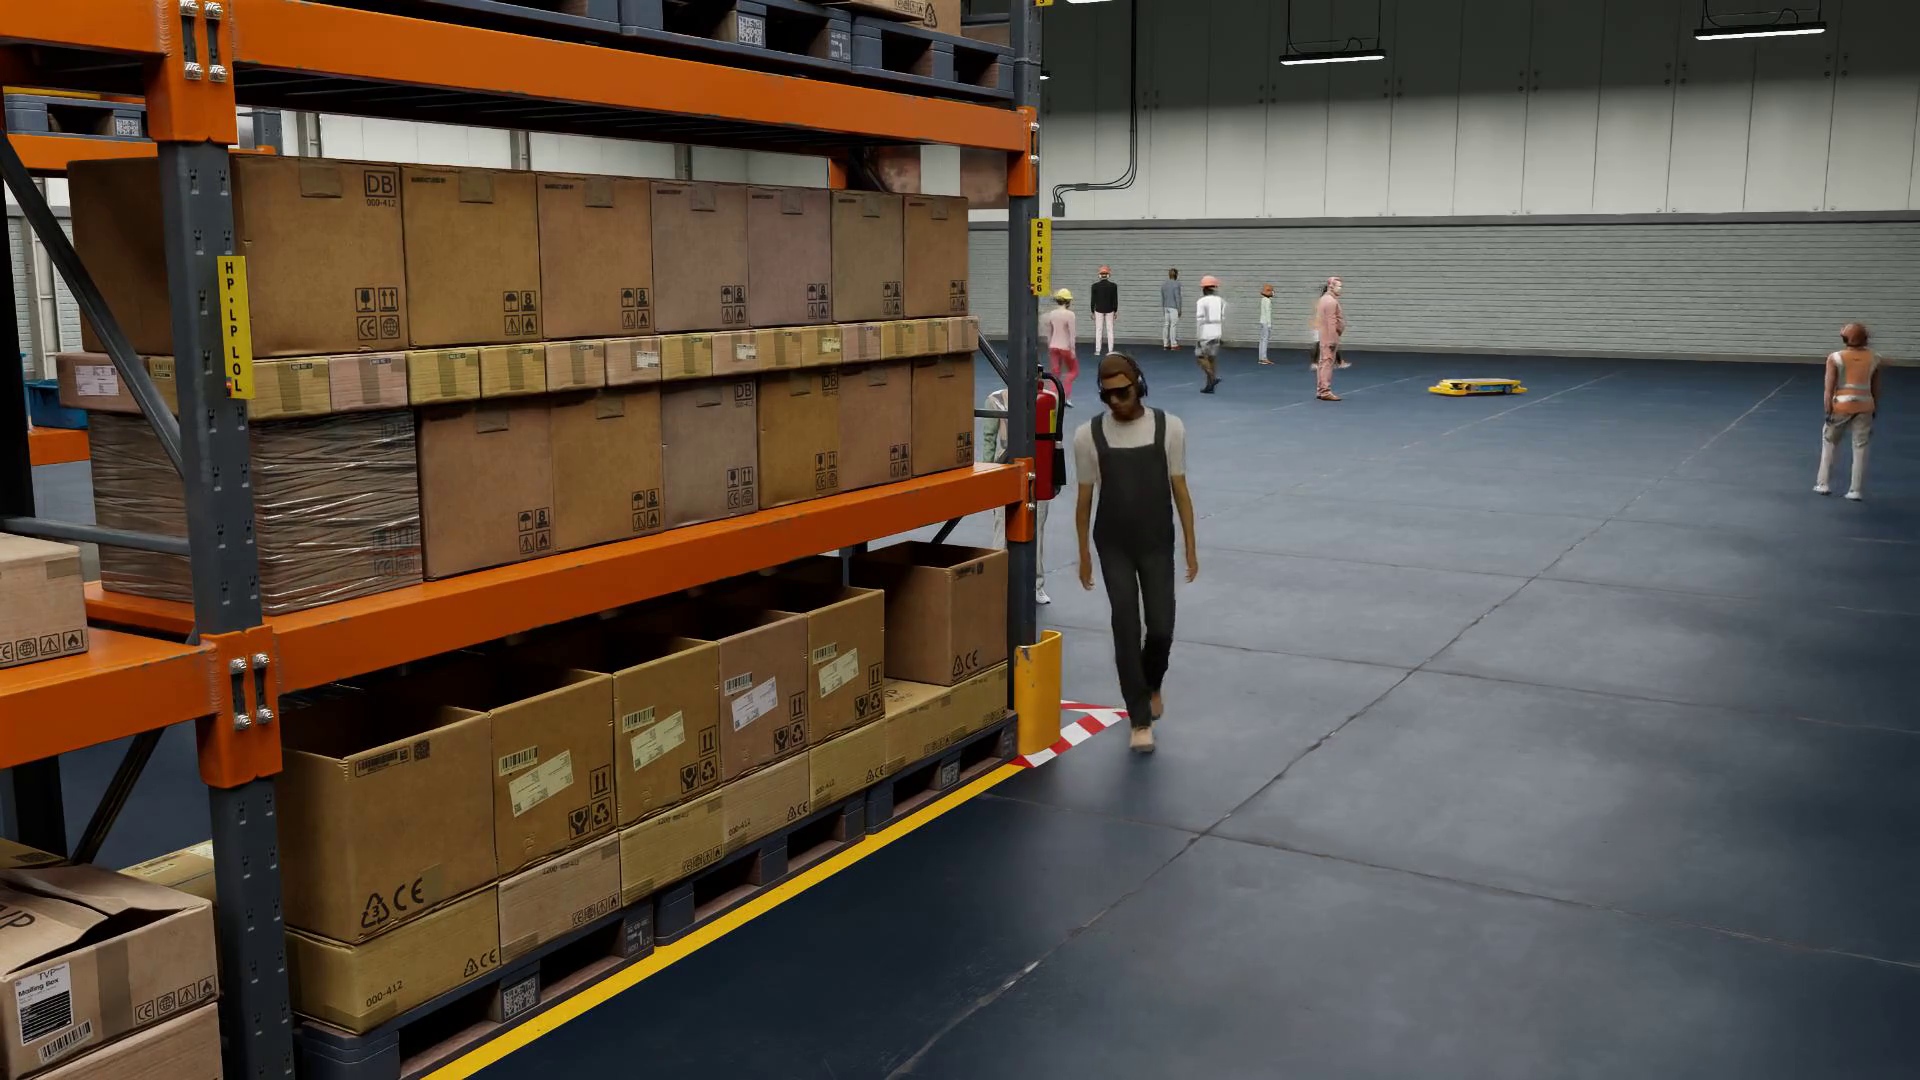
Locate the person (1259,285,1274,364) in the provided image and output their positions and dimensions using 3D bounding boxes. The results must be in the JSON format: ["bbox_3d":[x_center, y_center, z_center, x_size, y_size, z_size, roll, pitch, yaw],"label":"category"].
[{"bbox_3d":[6.372,-4.478,34.545,0.276,1.632,0.507,-1,10,-4],"label":"person"}]

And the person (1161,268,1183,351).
[{"bbox_3d":[5.016,-5.449,39.337,0.372,1.940,0.627,-6,12,-33],"label":"person"}]

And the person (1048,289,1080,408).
[{"bbox_3d":[1.501,-2.788,24.293,0.462,1.748,0.544,-9,14,-44],"label":"person"}]

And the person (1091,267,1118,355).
[{"bbox_3d":[3.249,-5.151,37.457,0.608,1.986,0.389,0,10,0],"label":"person"}]

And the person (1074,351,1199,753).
[{"bbox_3d":[0.801,0.039,7.583,0.578,1.810,0.519,0,10,3],"label":"person"}]

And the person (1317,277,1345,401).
[{"bbox_3d":[5.752,-3.113,25.767,0.399,1.905,0.643,1,10,3],"label":"person"}]

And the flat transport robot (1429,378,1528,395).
[{"bbox_3d":[8.386,-2.489,26.885,1.431,0.197,0.652,-4,10,-21],"label":"flat transport robot"}]

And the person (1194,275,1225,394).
[{"bbox_3d":[4.043,-3.308,26.875,0.550,1.919,0.497,-5,11,-28],"label":"person"}]

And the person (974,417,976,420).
[{"bbox_3d":[-0.071,-2.384,21.509,0.913,1.889,0.620,-6,11,-32],"label":"person"}]

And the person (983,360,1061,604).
[{"bbox_3d":[0.397,-0.395,10.631,0.523,1.636,0.309,-3,10,-15],"label":"person"}]

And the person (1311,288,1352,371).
[{"bbox_3d":[7.232,-4.123,32.366,0.841,1.653,0.550,-2,10,-12],"label":"person"}]

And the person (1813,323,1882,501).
[{"bbox_3d":[8.193,-1.186,15.346,0.526,1.610,0.712,2,10,9],"label":"person"}]
